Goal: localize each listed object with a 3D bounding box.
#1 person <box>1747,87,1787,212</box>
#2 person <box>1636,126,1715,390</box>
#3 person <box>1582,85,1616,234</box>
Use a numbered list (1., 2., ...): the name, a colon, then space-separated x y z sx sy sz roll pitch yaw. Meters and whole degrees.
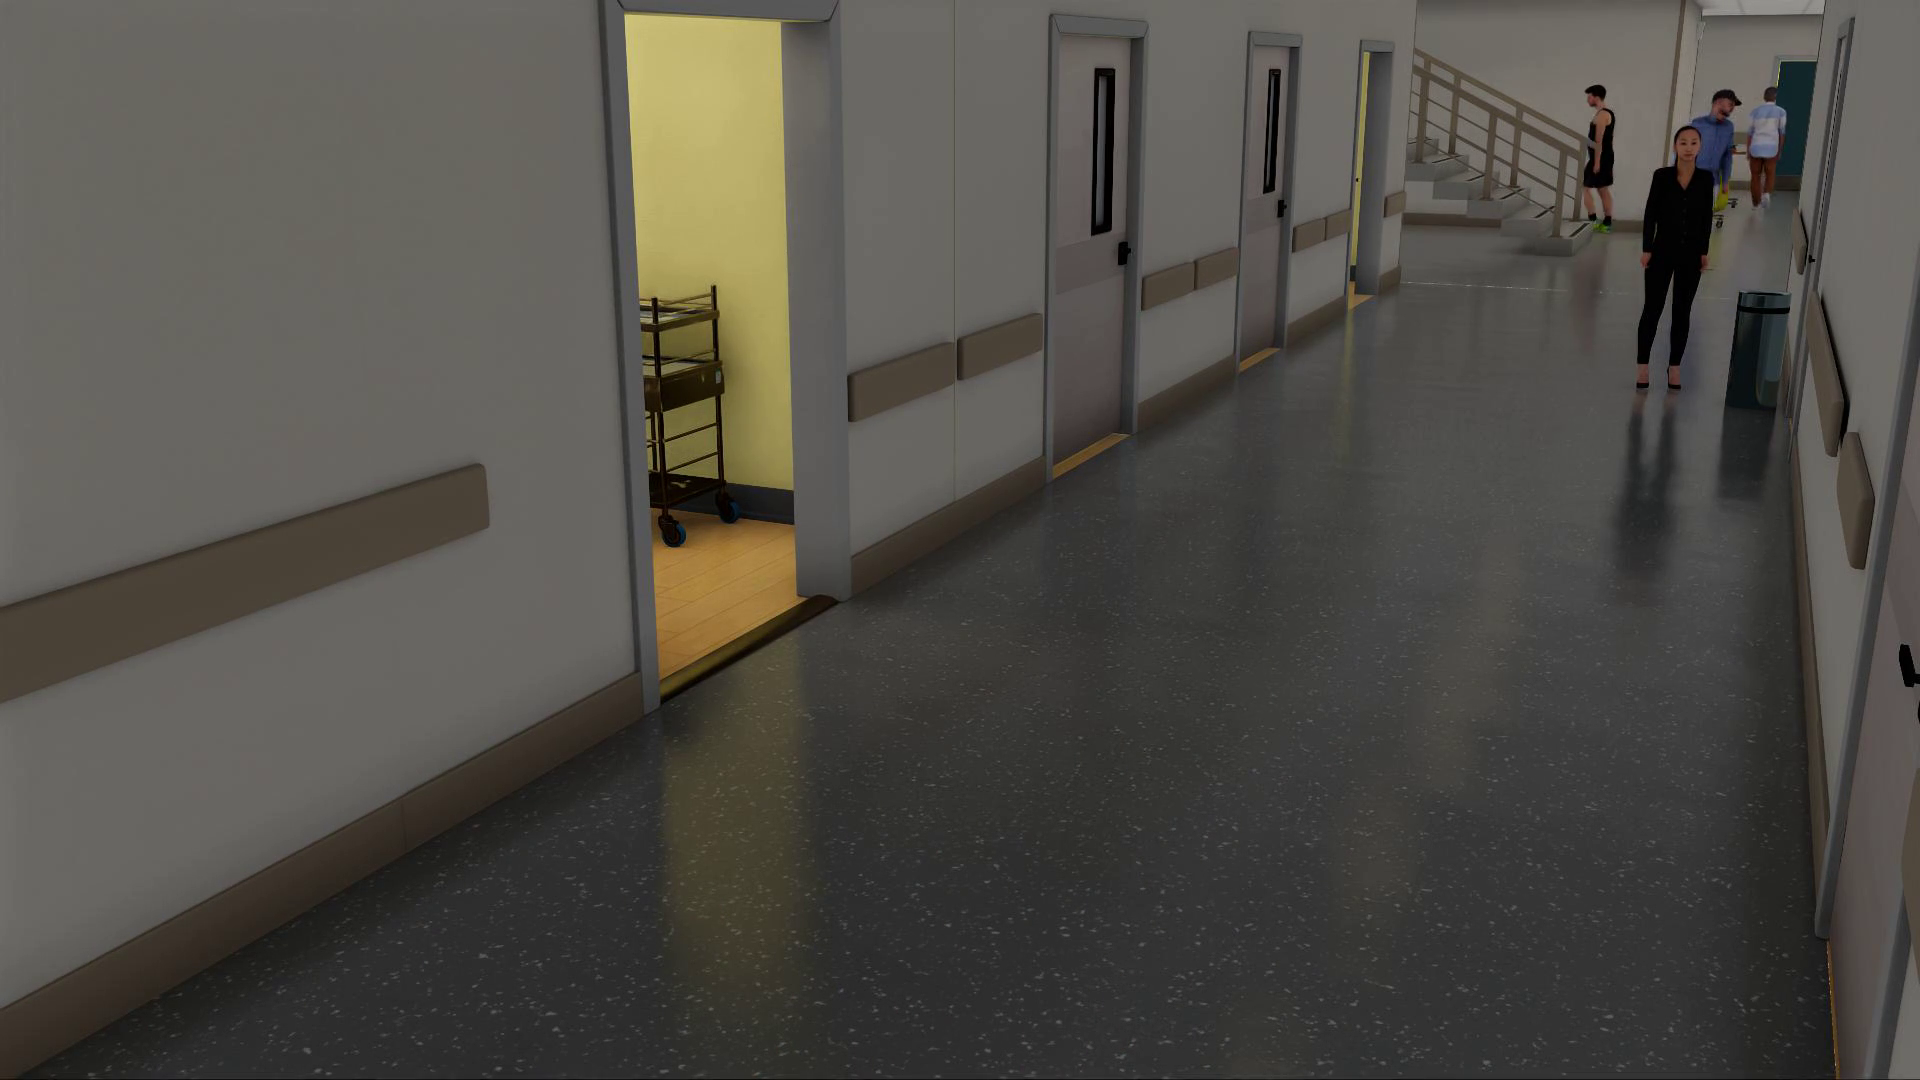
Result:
1. person: 12.042 -5.846 24.920 0.699 1.812 0.720 8 18 27
2. person: 4.679 -1.841 10.900 0.514 1.712 0.683 2 16 9
3. person: 8.277 -4.858 21.328 0.727 1.861 0.856 10 19 33
